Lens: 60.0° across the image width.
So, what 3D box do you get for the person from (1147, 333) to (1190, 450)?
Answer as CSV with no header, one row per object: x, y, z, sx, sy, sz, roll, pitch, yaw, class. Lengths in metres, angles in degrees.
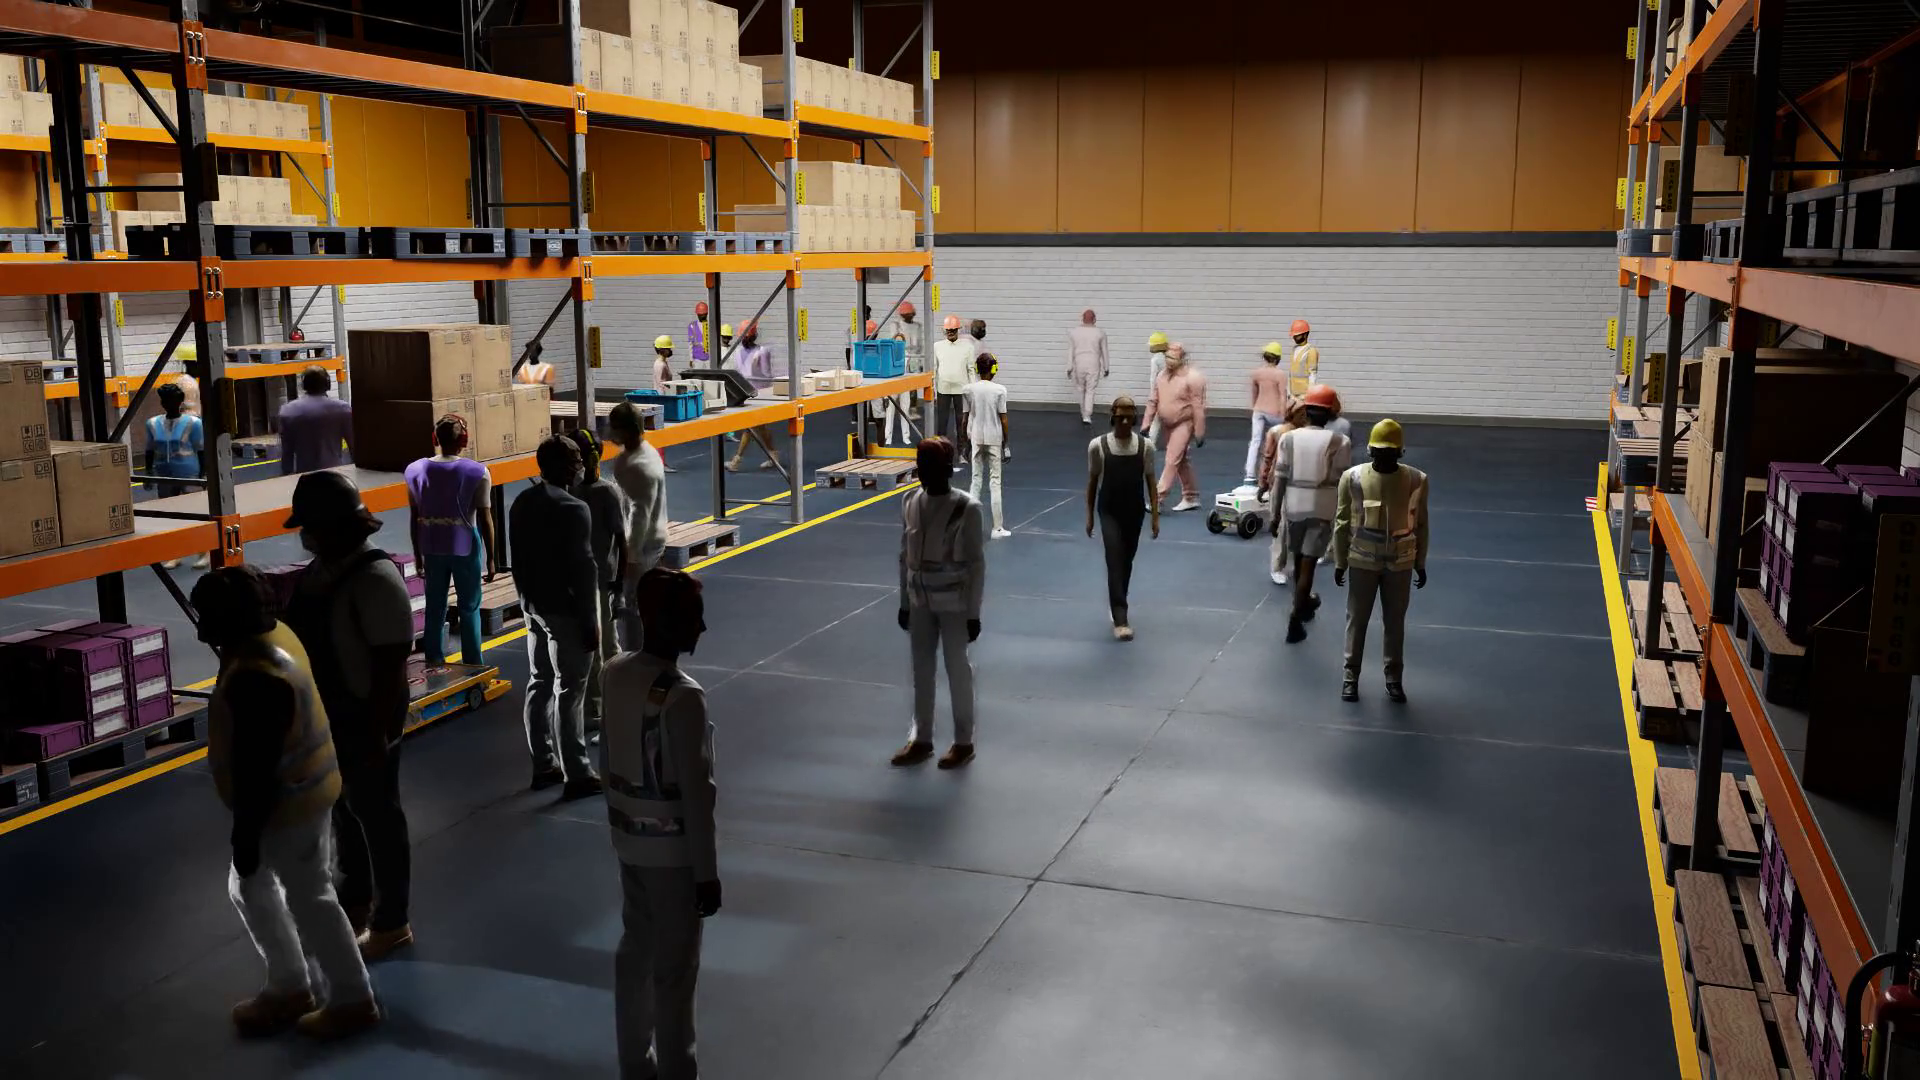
2.911,-2.068,23.430,0.826,1.699,0.487,5,11,27,person

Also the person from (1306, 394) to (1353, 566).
3.295,-0.569,15.214,0.589,1.614,0.509,-7,12,-36,person

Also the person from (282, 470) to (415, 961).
-2.555,0.705,6.847,0.535,2.000,0.673,-9,13,-41,person

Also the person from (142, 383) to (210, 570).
-7.079,-0.571,15.033,0.549,1.696,0.361,1,10,3,person

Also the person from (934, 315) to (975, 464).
-0.106,-2.011,22.271,0.622,1.994,0.381,0,10,1,person

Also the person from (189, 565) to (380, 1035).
-2.469,0.965,6.055,0.630,1.802,0.644,-4,11,-23,person

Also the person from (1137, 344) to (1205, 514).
2.276,-1.191,18.030,0.969,1.849,0.663,-7,12,-33,person

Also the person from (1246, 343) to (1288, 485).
3.796,-1.544,20.384,0.546,1.722,0.891,9,13,41,person

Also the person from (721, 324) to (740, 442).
-3.449,-2.303,24.571,0.529,1.765,0.326,-9,14,-43,person

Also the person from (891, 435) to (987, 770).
-0.121,0.349,9.304,0.584,1.882,0.347,8,13,38,person

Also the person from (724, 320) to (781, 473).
-2.709,-1.855,21.480,0.640,1.974,1.035,8,13,38,person

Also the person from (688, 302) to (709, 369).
-4.496,-3.211,29.222,0.547,1.928,0.385,-1,10,-3,person

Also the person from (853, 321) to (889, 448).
-1.185,-1.940,22.057,0.542,1.930,0.374,3,11,19,person

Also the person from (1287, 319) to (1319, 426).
4.574,-2.001,22.407,0.368,1.929,0.542,-4,11,-22,person

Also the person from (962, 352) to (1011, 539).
0.263,-0.940,16.616,0.517,1.865,0.328,4,11,22,person

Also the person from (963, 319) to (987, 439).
0.316,-2.369,24.774,0.681,1.816,0.666,4,11,20,person

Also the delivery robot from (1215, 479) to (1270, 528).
2.920,-0.375,16.851,0.707,0.478,0.477,-8,13,-39,delivery robot

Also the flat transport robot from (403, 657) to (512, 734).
-3.448,0.985,10.253,0.652,0.197,1.431,3,11,18,flat transport robot

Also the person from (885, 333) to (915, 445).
-0.909,-2.219,24.436,0.514,1.645,0.308,-2,10,-12,person

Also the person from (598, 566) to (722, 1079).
-0.982,1.018,5.518,0.339,1.884,0.581,-8,13,-40,person

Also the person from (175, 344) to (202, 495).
-7.862,-1.090,17.350,0.830,1.894,0.610,-6,12,-30,person

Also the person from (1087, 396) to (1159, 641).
1.229,-0.199,12.632,0.523,1.804,0.951,-1,10,-6,person

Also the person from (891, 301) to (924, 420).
-0.851,-2.978,27.705,0.634,2.002,0.518,-6,12,-30,person

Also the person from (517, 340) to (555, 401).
-5.604,-1.822,22.077,0.541,1.683,0.487,1,10,7,person

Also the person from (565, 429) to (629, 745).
-2.154,0.273,9.790,0.535,1.861,0.309,9,13,41,person

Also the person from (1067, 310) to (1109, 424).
2.127,-2.857,27.450,0.670,1.852,1.017,3,11,19,person

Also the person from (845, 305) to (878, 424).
-1.585,-2.871,27.199,0.614,1.963,0.362,5,11,27,person

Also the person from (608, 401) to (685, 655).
-2.083,0.037,10.953,0.745,1.922,0.684,-5,11,-24,person

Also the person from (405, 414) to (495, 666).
-3.298,0.105,10.807,0.560,1.836,0.380,1,10,3,person

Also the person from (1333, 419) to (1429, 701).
2.700,0.132,10.667,0.603,1.828,0.404,1,10,6,person

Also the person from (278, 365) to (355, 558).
-5.438,-0.549,14.315,0.655,1.903,0.911,0,10,1,person

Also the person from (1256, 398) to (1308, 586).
2.861,-0.419,14.359,0.538,1.611,0.632,-3,11,-17,person

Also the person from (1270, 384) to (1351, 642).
2.671,-0.225,12.529,0.546,1.875,1.013,6,12,29,person

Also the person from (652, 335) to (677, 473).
-3.820,-1.753,21.466,0.328,1.769,0.526,-2,10,-11,person

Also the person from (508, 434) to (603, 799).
-2.135,0.402,8.851,0.629,1.937,0.379,9,13,41,person
